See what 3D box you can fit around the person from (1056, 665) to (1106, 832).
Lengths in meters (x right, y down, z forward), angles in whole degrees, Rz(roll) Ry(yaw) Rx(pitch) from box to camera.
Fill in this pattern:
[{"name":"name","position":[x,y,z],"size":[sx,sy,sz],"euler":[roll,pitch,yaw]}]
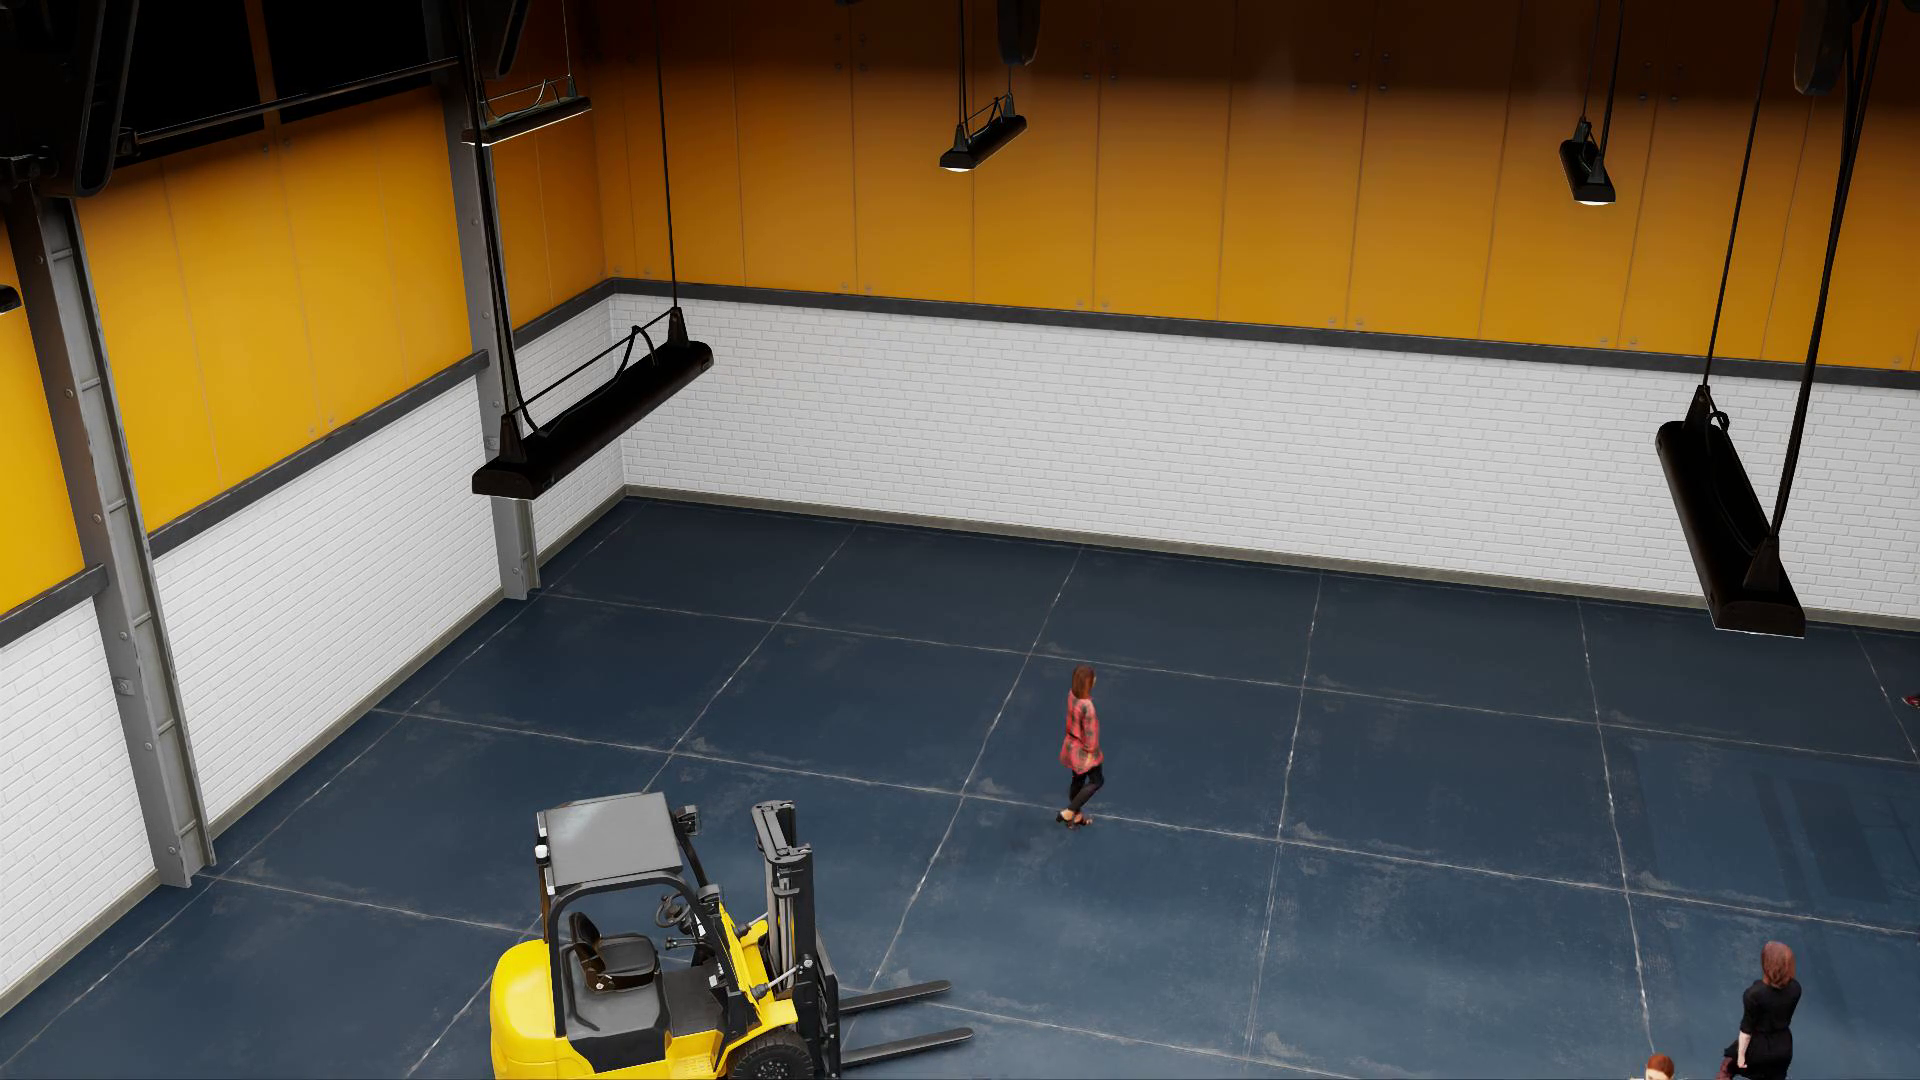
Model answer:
[{"name":"person","position":[1.026,1.902,14.972],"size":[0.840,1.694,0.779],"euler":[-11,26,-24]}]

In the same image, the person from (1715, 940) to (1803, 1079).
[{"name":"person","position":[5.504,3.527,11.272],"size":[0.816,1.680,0.973],"euler":[-3,24,-7]}]
